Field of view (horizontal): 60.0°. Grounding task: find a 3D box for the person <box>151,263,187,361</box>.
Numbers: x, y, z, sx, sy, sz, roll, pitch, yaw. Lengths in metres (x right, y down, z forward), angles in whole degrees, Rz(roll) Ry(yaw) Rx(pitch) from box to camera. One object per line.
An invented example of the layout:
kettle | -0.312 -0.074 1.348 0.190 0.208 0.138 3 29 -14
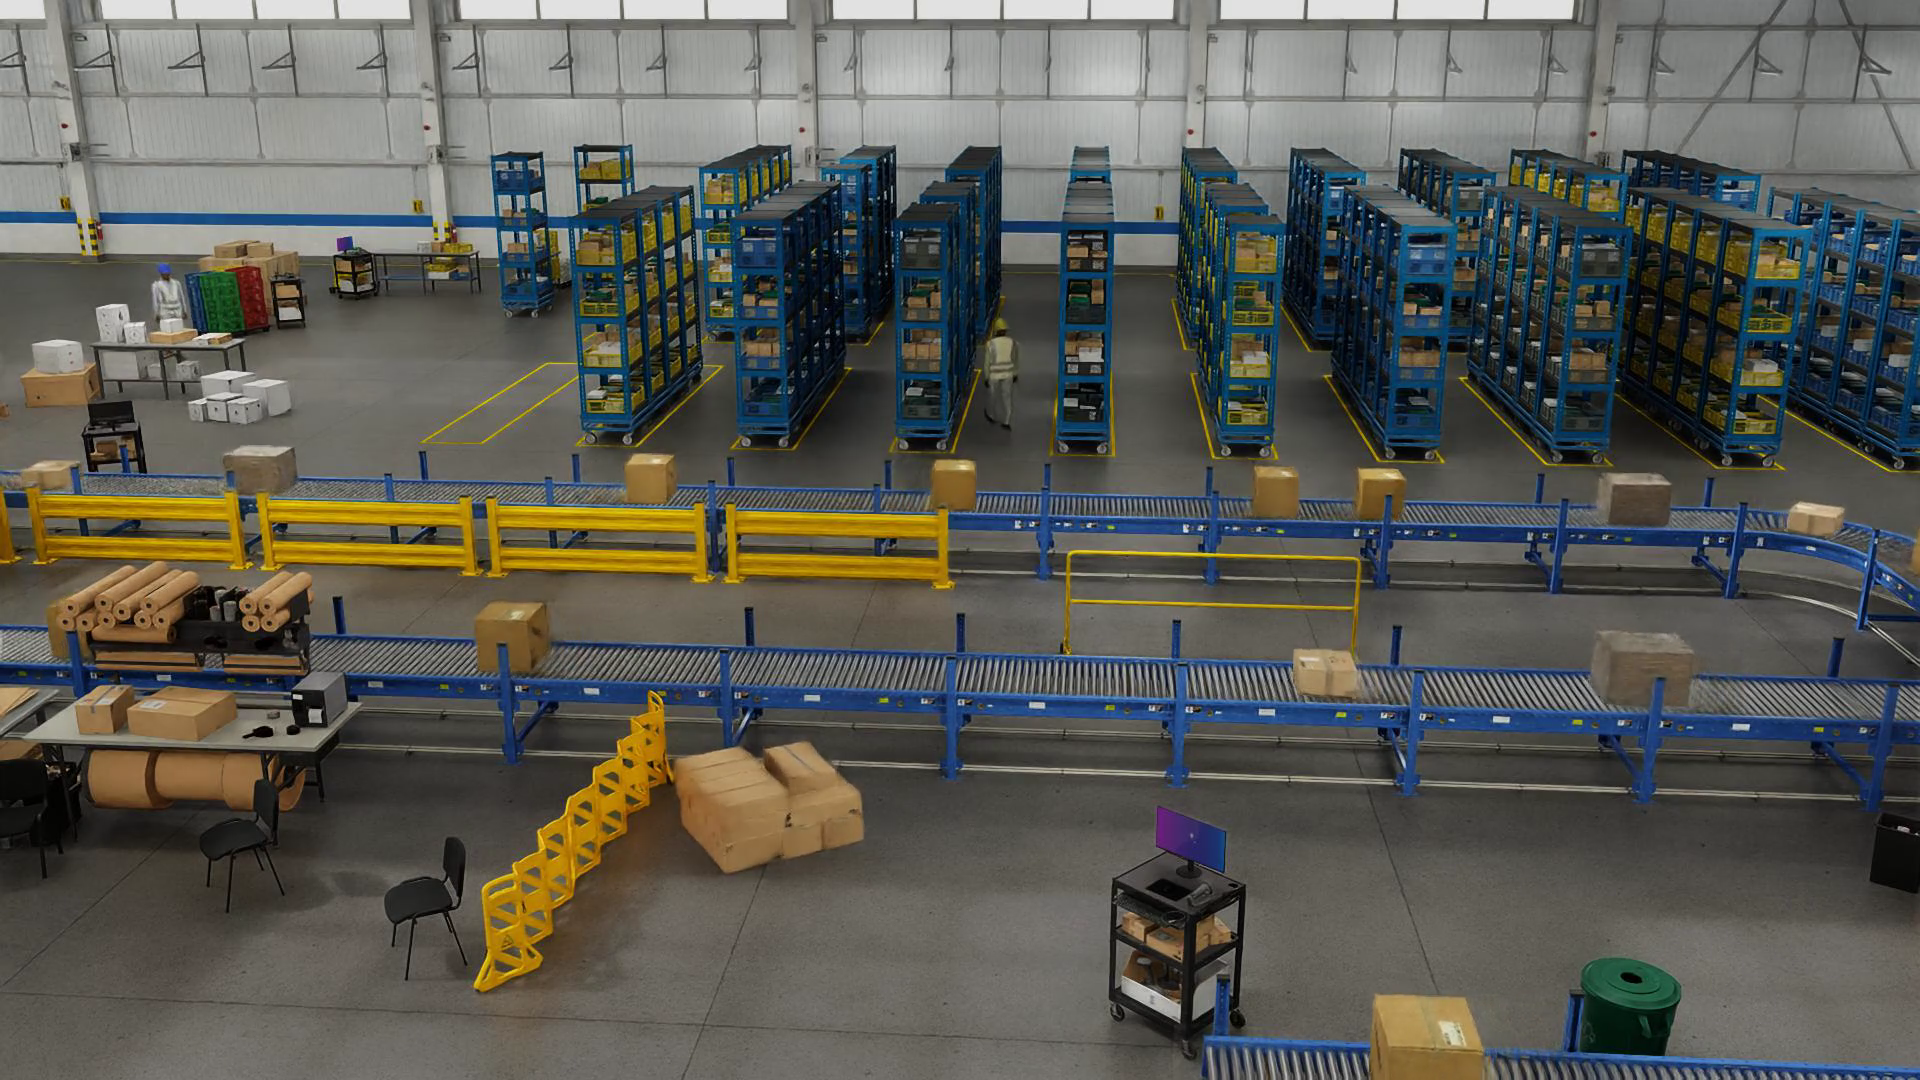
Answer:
person | -15.551 -4.499 32.688 0.752 1.923 0.616 13 21 35

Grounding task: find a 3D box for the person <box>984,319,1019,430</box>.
person | 0.655 -2.743 27.334 0.620 1.782 0.940 -5 18 -15
